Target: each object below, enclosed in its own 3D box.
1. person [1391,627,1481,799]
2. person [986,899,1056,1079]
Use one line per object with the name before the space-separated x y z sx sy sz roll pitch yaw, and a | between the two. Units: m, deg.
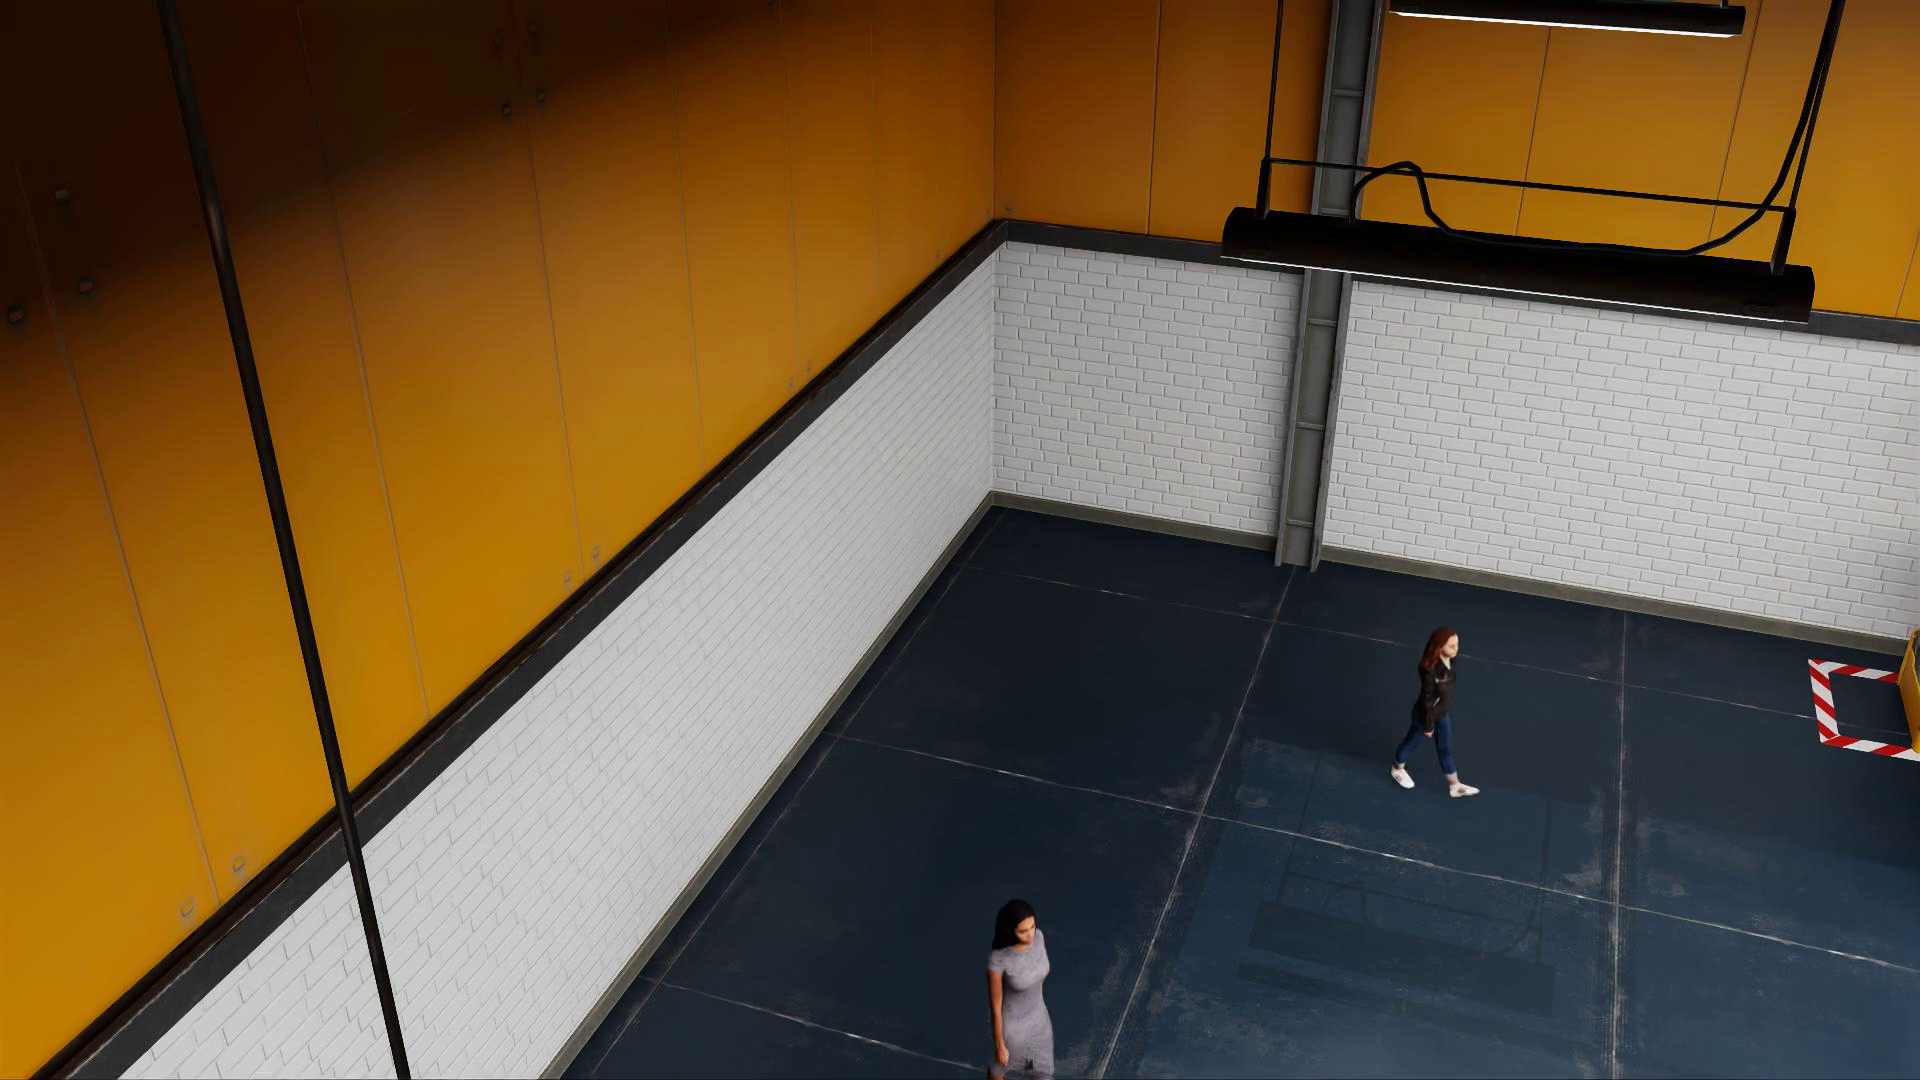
person | 3.519 1.276 12.651 0.849 1.450 1.010 -23 36 -36
person | 0.268 2.745 9.633 0.863 1.760 0.971 -21 35 -33
